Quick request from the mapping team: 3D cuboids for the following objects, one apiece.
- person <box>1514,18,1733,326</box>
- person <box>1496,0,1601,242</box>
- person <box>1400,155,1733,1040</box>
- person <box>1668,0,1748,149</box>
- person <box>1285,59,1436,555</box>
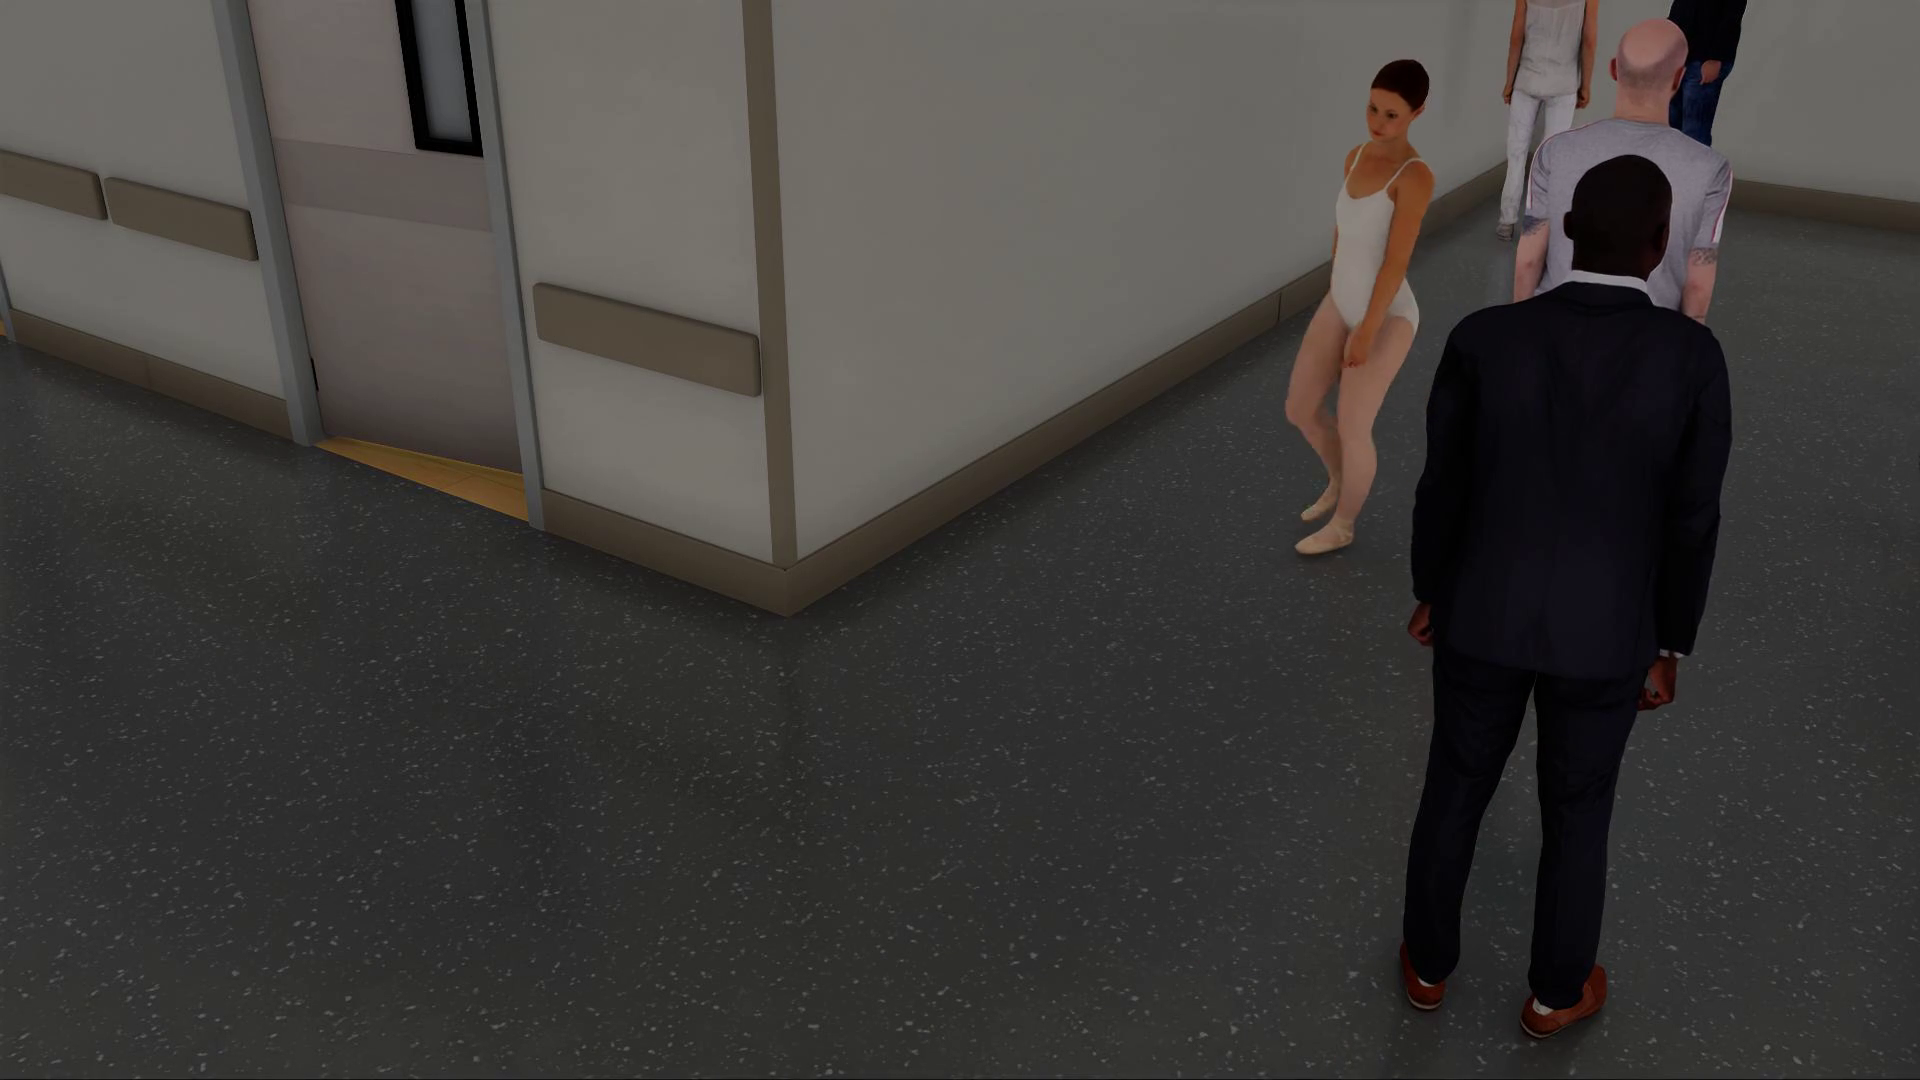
[{"bbox_3d":[1.743,-0.485,4.566,0.684,1.831,0.596,13,29,26],"label":"person"},{"bbox_3d":[3.071,-2.402,8.724,0.632,1.671,0.591,12,28,23],"label":"person"},{"bbox_3d":[1.135,0.165,3.226,0.718,1.824,0.616,13,29,25],"label":"person"},{"bbox_3d":[3.939,-2.570,8.815,0.820,1.895,0.721,0,26,-1],"label":"person"},{"bbox_3d":[1.345,-0.696,5.247,0.727,1.618,0.700,-11,28,-21],"label":"person"}]
